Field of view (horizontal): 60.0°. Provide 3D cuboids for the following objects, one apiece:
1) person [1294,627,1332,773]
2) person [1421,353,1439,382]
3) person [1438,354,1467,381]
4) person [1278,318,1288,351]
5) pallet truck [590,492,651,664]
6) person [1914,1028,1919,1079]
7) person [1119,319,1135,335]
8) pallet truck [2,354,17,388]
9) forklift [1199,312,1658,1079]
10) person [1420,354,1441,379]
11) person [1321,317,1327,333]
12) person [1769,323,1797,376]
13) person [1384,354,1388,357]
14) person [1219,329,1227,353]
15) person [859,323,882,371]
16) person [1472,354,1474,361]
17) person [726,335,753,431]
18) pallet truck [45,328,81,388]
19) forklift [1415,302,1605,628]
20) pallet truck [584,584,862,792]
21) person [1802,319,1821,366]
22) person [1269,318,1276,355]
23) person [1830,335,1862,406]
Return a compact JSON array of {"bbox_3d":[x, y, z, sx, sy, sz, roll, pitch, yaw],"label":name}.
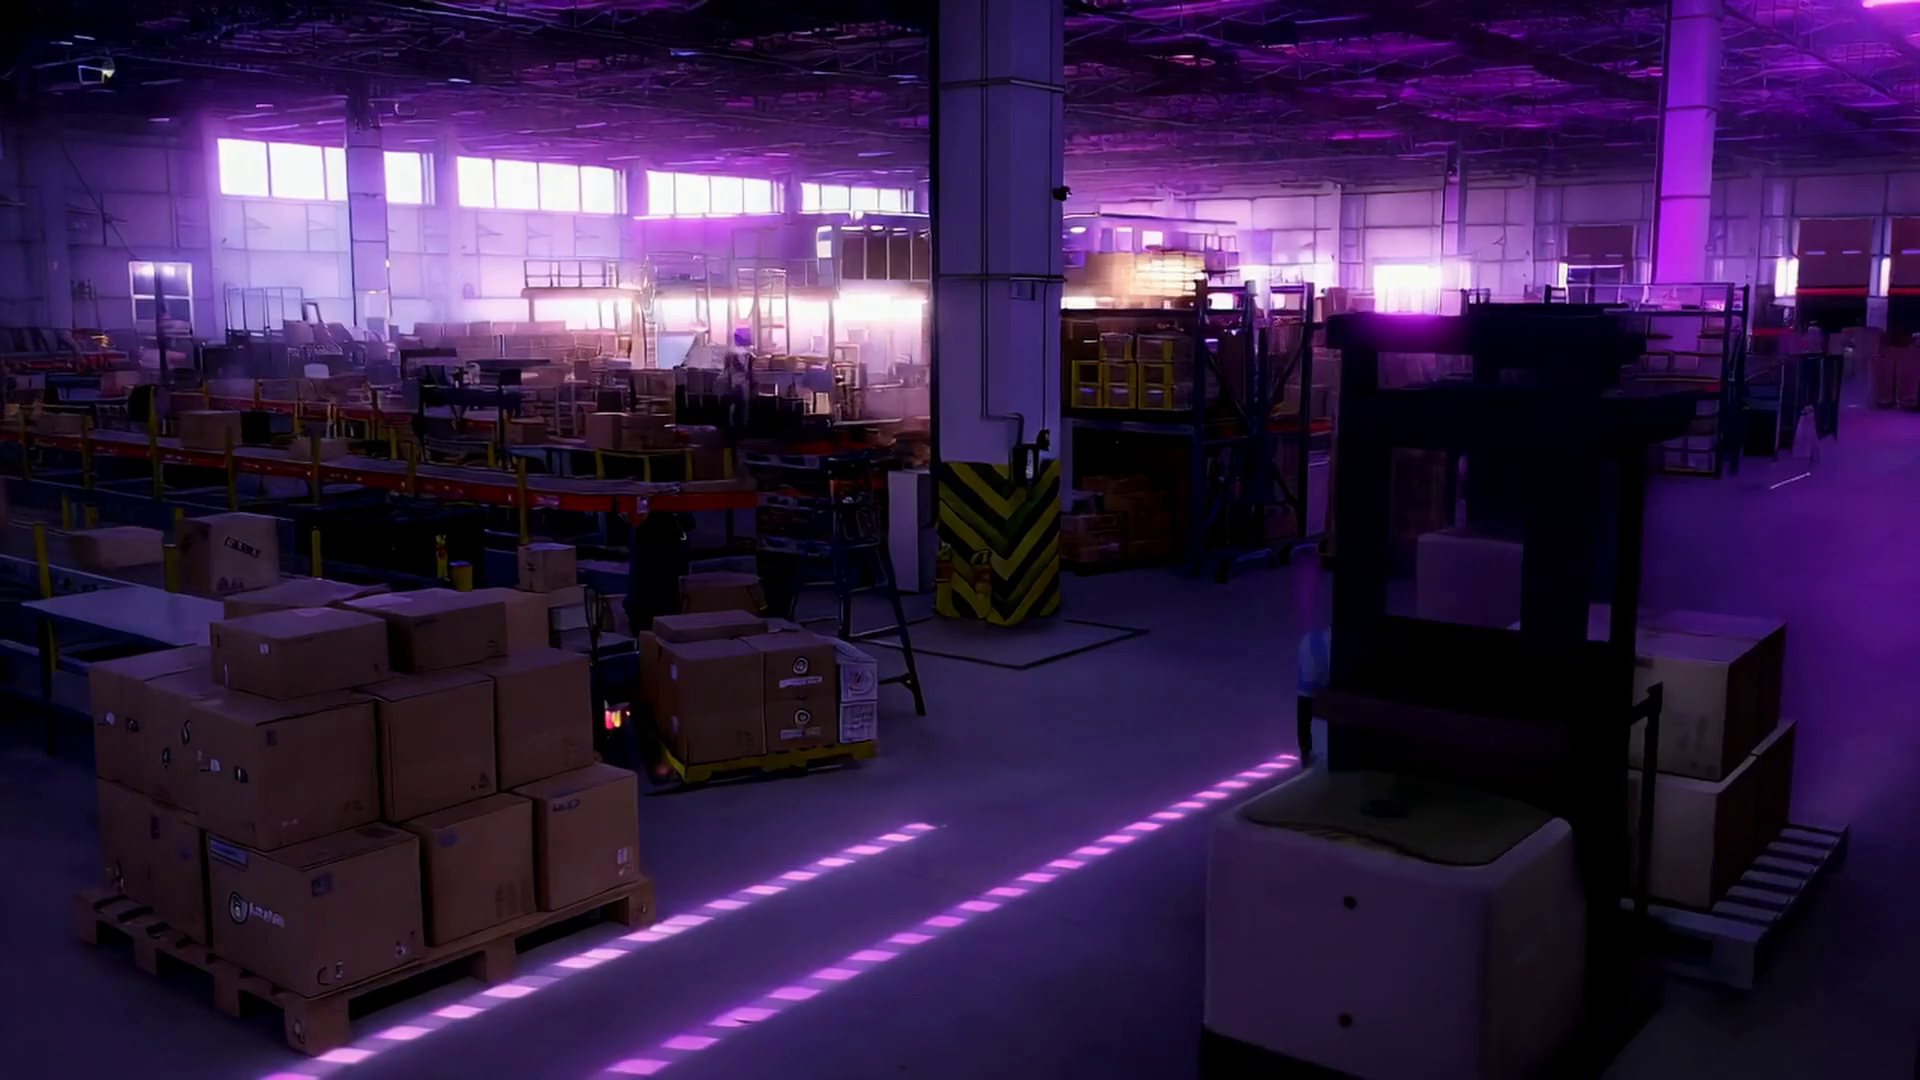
[{"bbox_3d":[1.789,0.944,7.559,0.540,1.683,0.493,1,9,9],"label":"person"},{"bbox_3d":[12.098,-4.347,42.492,0.941,1.891,0.570,5,10,32],"label":"person"},{"bbox_3d":[11.369,-3.708,38.519,0.615,1.806,0.722,8,11,42],"label":"person"},{"bbox_3d":[15.421,-9.820,79.254,0.609,1.940,0.414,-3,9,-17],"label":"person"},{"bbox_3d":[-3.115,0.344,12.883,0.653,1.274,1.630,7,11,37],"label":"pallet truck"},{"bbox_3d":[2.335,1.502,3.571,0.542,1.734,0.728,6,10,36],"label":"person"},{"bbox_3d":[6.289,-7.372,62.665,0.613,1.962,0.362,2,9,16],"label":"person"},{"bbox_3d":[-24.881,-4.417,42.634,1.885,1.965,0.823,8,11,41],"label":"pallet truck"},{"bbox_3d":[1.792,0.564,6.094,1.129,2.768,1.873,7,11,37],"label":"forklift"},{"bbox_3d":[12.508,-4.550,43.897,0.566,1.883,0.983,-7,11,-40],"label":"person"},{"bbox_3d":[16.832,-9.340,76.392,0.571,1.843,0.990,-3,9,-20],"label":"person"},{"bbox_3d":[28.845,-6.650,58.100,1.036,1.892,0.647,0,8,1],"label":"person"},{"bbox_3d":[15.219,-6.920,60.100,0.951,1.832,0.527,1,8,5],"label":"person"},{"bbox_3d":[8.500,-5.977,53.982,0.598,1.747,0.528,8,12,43],"label":"person"},{"bbox_3d":[-3.310,-7.151,61.704,0.855,1.818,0.513,1,8,6],"label":"person"},{"bbox_3d":[16.269,-5.694,51.701,0.682,1.857,0.832,3,9,21],"label":"person"},{"bbox_3d":[-4.674,-3.320,35.168,0.620,2.019,0.803,-4,9,-24],"label":"person"},{"bbox_3d":[-23.775,-4.544,43.495,1.885,1.965,0.823,6,10,35],"label":"pallet truck"},{"bbox_3d":[4.379,-0.438,12.852,1.129,2.768,1.873,7,11,37],"label":"forklift"},{"bbox_3d":[-1.426,0.805,10.019,1.601,1.201,0.680,-4,9,-26],"label":"pallet truck"},{"bbox_3d":[33.940,-7.858,66.241,0.588,1.878,0.993,-2,9,-13],"label":"person"},{"bbox_3d":[14.408,-9.345,76.713,0.295,1.743,0.493,-3,9,-16],"label":"person"},{"bbox_3d":[22.698,-4.318,42.551,0.951,1.833,0.533,-3,9,-19],"label":"person"}]
